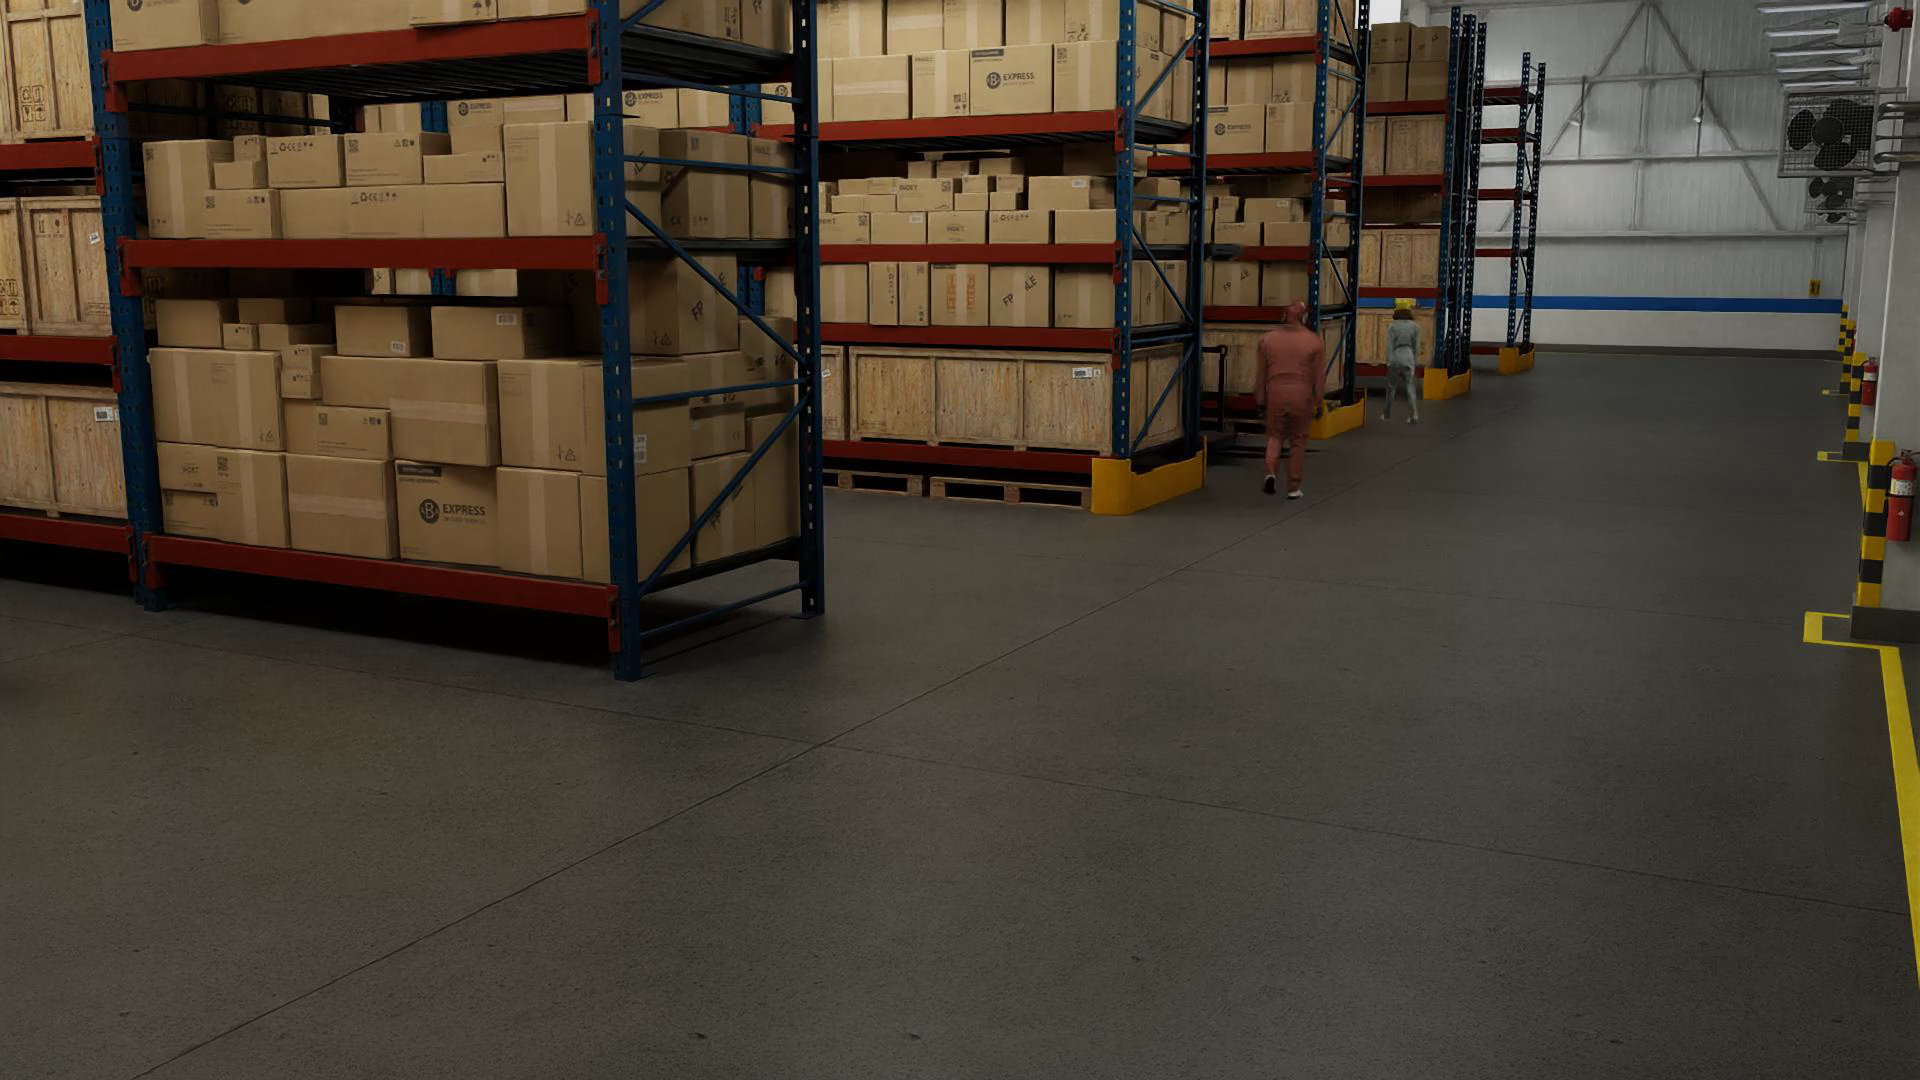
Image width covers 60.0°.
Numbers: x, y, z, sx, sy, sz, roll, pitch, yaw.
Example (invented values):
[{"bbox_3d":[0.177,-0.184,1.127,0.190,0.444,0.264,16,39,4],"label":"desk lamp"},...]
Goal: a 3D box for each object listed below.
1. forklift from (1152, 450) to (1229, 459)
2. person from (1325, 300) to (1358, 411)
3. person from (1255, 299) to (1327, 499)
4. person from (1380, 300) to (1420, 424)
[{"bbox_3d":[2.043,-2.385,19.055,1.873,2.768,1.129,5,11,27],"label":"forklift"},{"bbox_3d":[5.455,-2.691,24.235,0.593,1.710,0.839,-3,10,-16],"label":"person"},{"bbox_3d":[3.143,-1.328,15.811,0.652,1.897,0.423,5,11,25],"label":"person"},{"bbox_3d":[6.072,-2.436,22.776,0.501,1.698,0.854,-1,10,-7],"label":"person"}]
